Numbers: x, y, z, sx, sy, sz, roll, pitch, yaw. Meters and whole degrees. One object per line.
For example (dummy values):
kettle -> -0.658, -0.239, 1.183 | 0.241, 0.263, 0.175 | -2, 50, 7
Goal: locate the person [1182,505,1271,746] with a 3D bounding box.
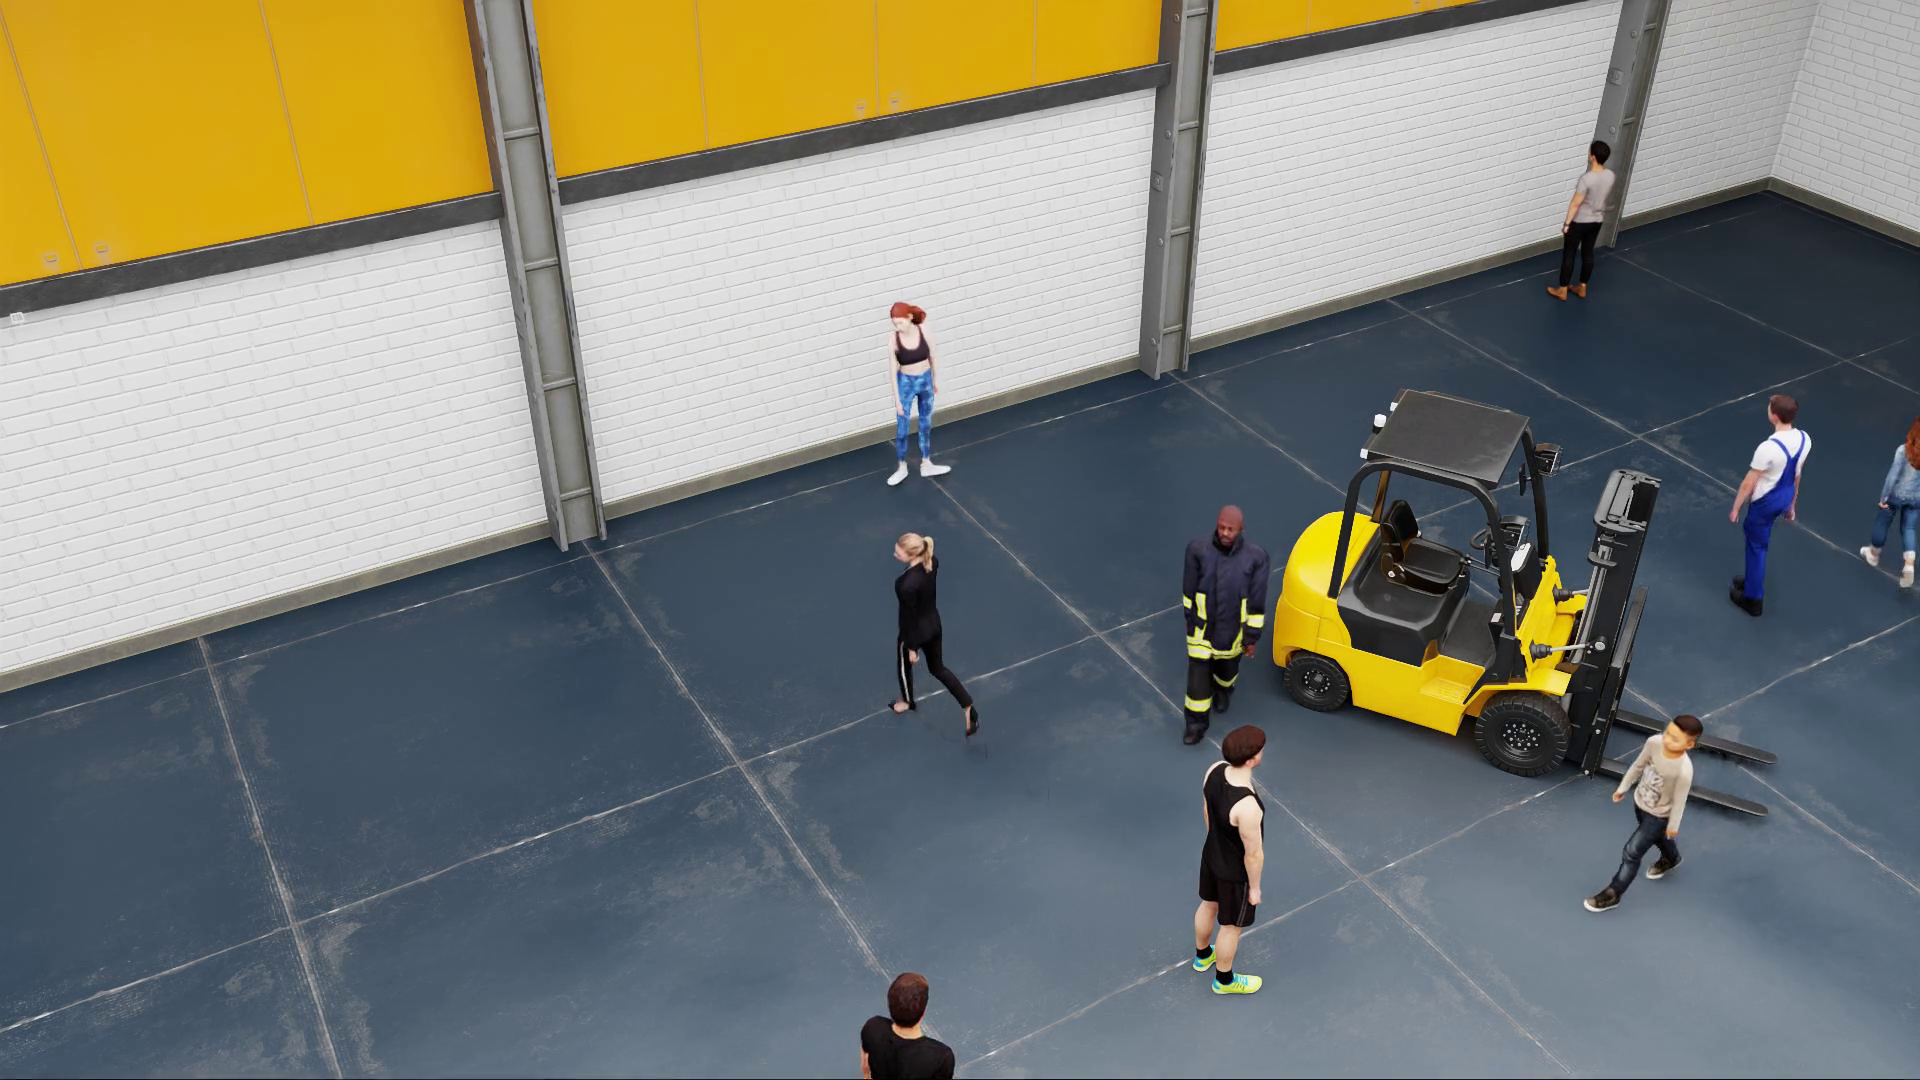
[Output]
person -> 1.836, 0.490, 11.535 | 1.196, 1.779, 1.238 | 7, 34, 11

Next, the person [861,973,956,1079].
person -> -0.301, 2.833, 7.957 | 1.139, 1.838, 1.291 | 13, 36, 18

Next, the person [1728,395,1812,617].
person -> 6.141, -0.203, 12.534 | 0.684, 1.827, 0.777 | -9, 35, -14

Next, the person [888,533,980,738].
person -> -0.188, 0.680, 11.354 | 0.989, 1.662, 1.088 | 21, 39, 28

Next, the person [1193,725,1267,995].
person -> 1.537, 1.815, 9.437 | 0.610, 1.895, 0.697 | -14, 36, -20

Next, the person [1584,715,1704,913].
person -> 4.295, 1.619, 10.144 | 1.053, 1.438, 0.726 | -8, 34, -12

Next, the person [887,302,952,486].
person -> -0.341, -1.277, 14.209 | 0.446, 1.762, 0.830 | -25, 41, -33

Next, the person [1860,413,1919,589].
person -> 7.454, -0.319, 13.039 | 0.918, 1.462, 0.908 | 1, 34, 1

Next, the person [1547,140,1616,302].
person -> 6.542, -3.330, 17.334 | 0.548, 1.722, 0.699 | -11, 35, -16
